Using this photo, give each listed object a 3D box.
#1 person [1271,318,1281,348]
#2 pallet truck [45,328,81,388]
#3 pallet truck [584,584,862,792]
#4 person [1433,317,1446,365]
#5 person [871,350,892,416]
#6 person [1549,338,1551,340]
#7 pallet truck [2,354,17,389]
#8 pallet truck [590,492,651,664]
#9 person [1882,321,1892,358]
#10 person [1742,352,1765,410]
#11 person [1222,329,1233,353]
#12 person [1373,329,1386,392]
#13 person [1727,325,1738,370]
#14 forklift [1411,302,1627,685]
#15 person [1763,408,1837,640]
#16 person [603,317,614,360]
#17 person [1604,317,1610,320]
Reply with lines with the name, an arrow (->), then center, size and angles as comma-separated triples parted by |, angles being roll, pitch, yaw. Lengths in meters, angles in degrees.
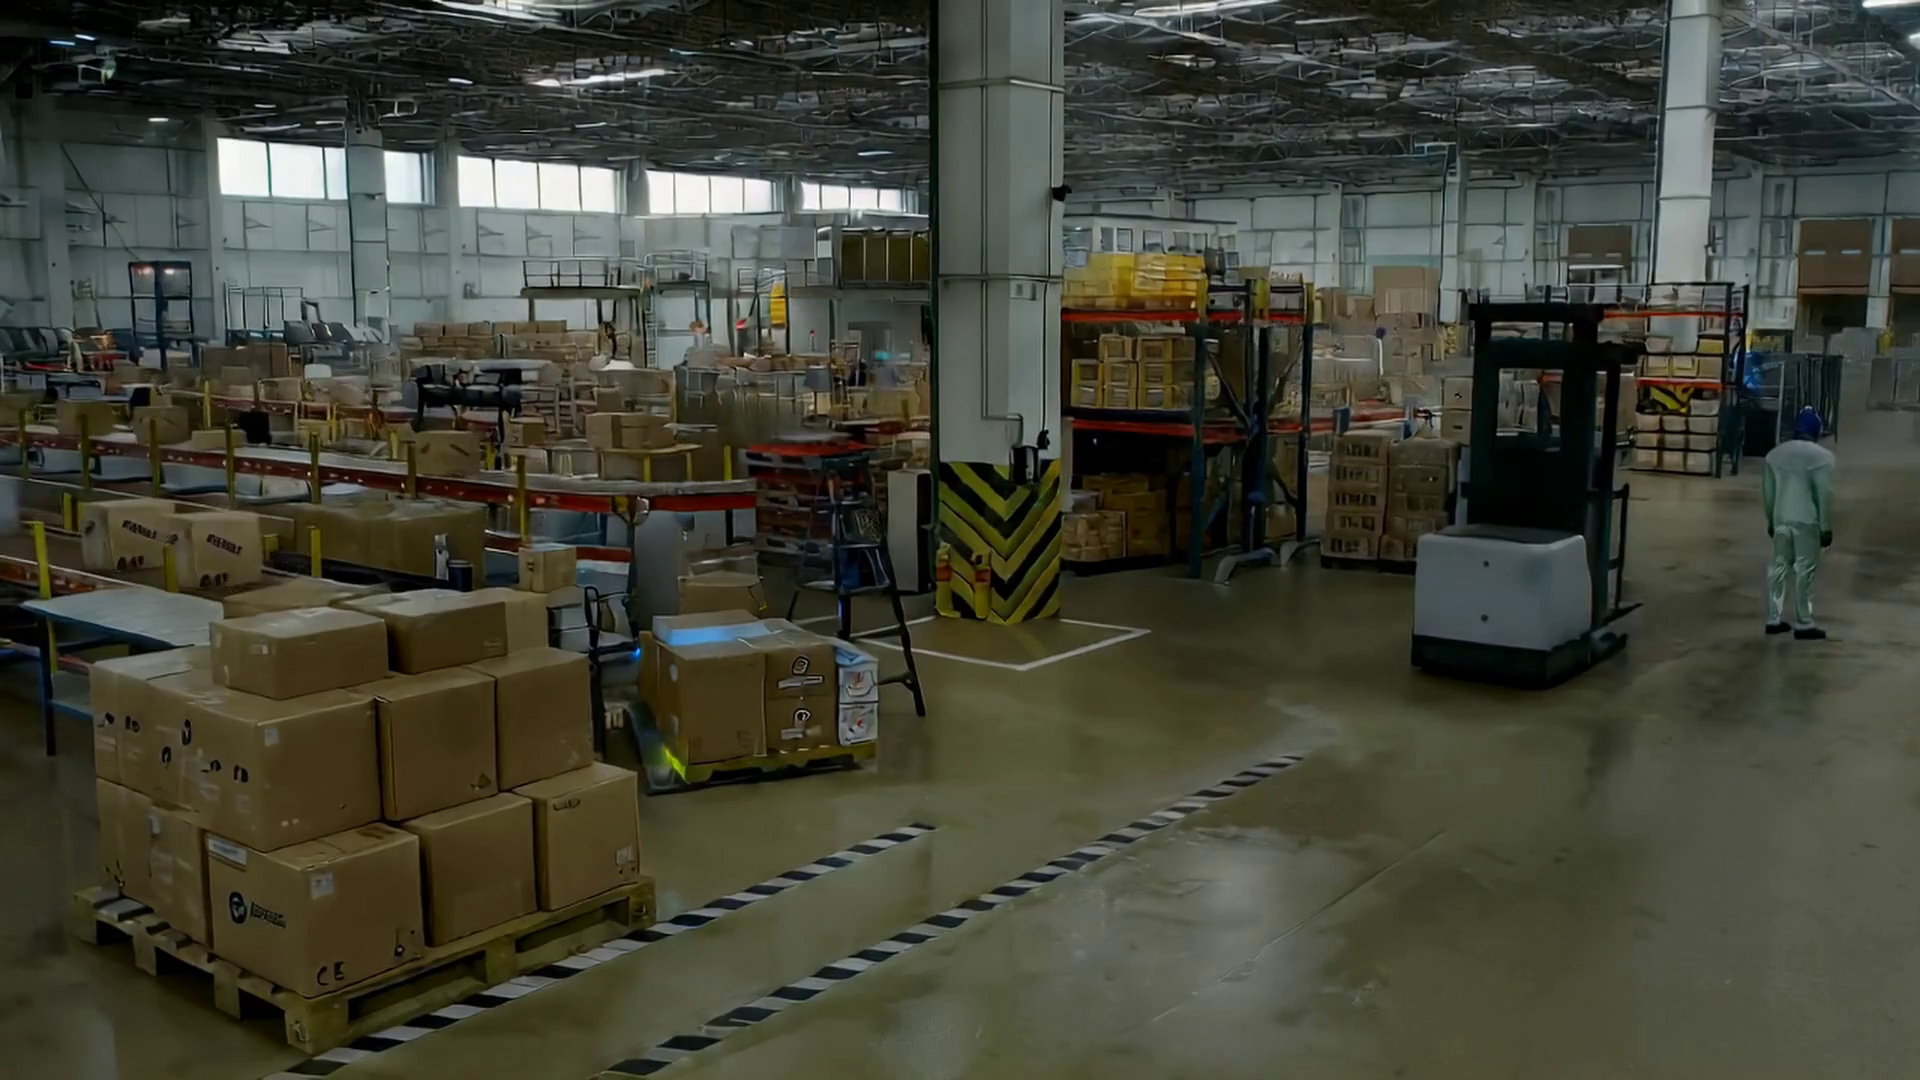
person -> 13.859, -8.831, 72.915 | 0.429, 1.845, 0.627 | 2, 9, 14
pallet truck -> -23.775, -4.544, 43.495 | 1.885, 1.965, 0.823 | 6, 10, 35
pallet truck -> -1.426, 0.805, 10.019 | 1.601, 1.201, 0.680 | -4, 9, -26
person -> 19.509, -8.084, 67.608 | 0.379, 1.931, 0.624 | -5, 10, -30
person -> -1.560, -3.018, 34.007 | 0.546, 1.748, 0.538 | 6, 10, 34
person -> 13.974, -3.915, 39.786 | 0.857, 1.846, 0.517 | 6, 11, 37
pallet truck -> -24.881, -4.417, 42.634 | 1.885, 1.965, 0.823 | 8, 11, 41
pallet truck -> -3.115, 0.344, 12.883 | 0.653, 1.274, 1.630 | 7, 11, 37
person -> 33.125, -6.877, 59.505 | 0.394, 1.919, 0.581 | 3, 9, 21
person -> 16.841, -3.151, 35.228 | 0.536, 1.662, 0.839 | -2, 9, -15
person -> 7.401, -4.891, 45.758 | 0.446, 2.019, 0.636 | -7, 11, -38
person -> 12.391, -5.295, 49.016 | 0.403, 1.864, 0.541 | 2, 9, 14
person -> 29.010, -7.219, 62.493 | 0.491, 1.716, 0.464 | -1, 9, -9
forklift -> 4.379, -0.438, 12.852 | 1.129, 2.768, 1.873 | 7, 11, 37
person -> 7.046, -0.134, 13.960 | 0.365, 1.939, 0.636 | -4, 9, -27
person -> -15.204, -8.706, 71.934 | 0.346, 1.882, 0.584 | 6, 10, 34
person -> 26.932, -8.339, 69.297 | 0.632, 1.927, 0.470 | -1, 8, -6
